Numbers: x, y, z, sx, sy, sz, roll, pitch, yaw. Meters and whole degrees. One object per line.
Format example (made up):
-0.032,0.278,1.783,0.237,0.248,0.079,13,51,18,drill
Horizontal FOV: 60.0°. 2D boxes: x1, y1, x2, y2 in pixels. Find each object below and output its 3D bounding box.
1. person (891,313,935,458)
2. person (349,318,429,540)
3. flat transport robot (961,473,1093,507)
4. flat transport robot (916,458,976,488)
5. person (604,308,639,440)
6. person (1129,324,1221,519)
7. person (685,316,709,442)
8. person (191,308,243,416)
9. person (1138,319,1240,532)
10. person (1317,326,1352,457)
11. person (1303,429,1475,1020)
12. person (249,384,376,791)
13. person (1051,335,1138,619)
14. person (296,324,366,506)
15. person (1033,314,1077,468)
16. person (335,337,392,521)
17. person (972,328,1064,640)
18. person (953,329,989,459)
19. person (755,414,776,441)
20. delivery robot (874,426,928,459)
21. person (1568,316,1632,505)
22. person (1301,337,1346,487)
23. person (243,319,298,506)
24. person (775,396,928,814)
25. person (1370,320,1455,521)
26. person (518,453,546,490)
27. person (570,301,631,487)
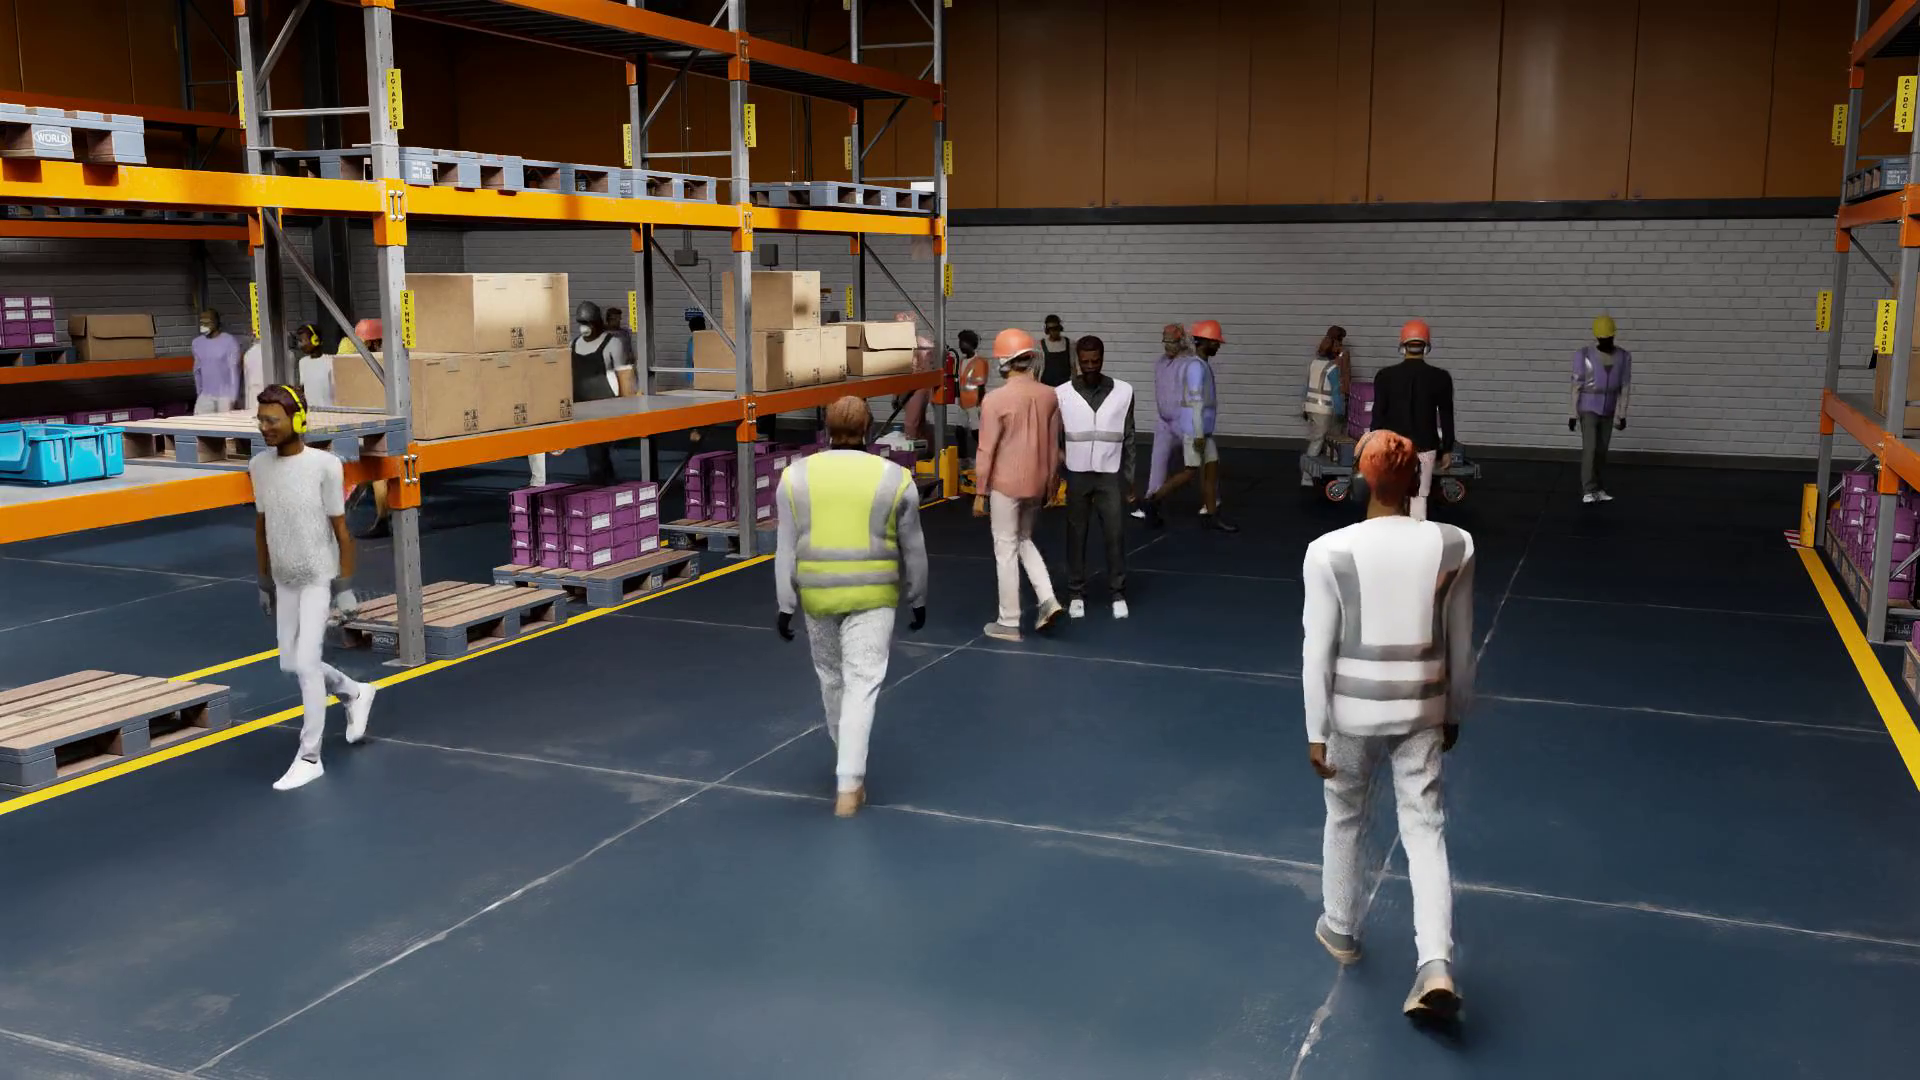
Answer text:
-0.555,-1.637,18.802,0.844,1.844,0.667,-7,12,-35,person
-5.004,-0.973,14.505,0.615,1.918,0.566,-8,12,-39,person
0.660,-0.528,16.791,0.652,0.197,1.431,-6,11,-32,flat transport robot
0.042,-0.739,18.067,0.652,0.197,1.431,-5,11,-29,flat transport robot
-4.766,-2.282,22.802,0.887,1.807,0.632,7,12,37,person
2.096,-1.120,15.683,1.046,1.844,0.664,-8,12,-39,person
-3.540,-2.171,22.438,0.317,1.695,0.540,-1,9,-5,person
-7.977,-1.520,17.831,0.657,1.916,0.578,2,10,14,person
2.051,-1.005,14.780,0.821,1.906,0.550,3,10,17,person
4.554,-1.784,20.272,0.308,1.638,0.511,-7,12,-36,person
1.385,0.574,5.357,0.568,1.854,0.914,0,9,1,person
-3.000,0.183,7.749,0.525,1.850,0.727,3,10,19,person
0.887,-0.424,11.225,0.629,1.905,0.452,-1,9,-4,person
-6.133,-1.179,16.107,0.535,1.823,0.954,5,10,26,person
1.115,-1.749,19.547,0.563,1.822,0.595,-1,9,-8,person
-5.532,-1.000,15.261,0.544,1.716,0.905,9,13,43,person
0.345,-0.340,10.466,0.629,1.980,0.442,-8,13,-41,person
0.165,-1.510,18.486,0.657,1.668,0.544,-6,11,-33,person
-2.701,-2.338,22.576,0.388,1.987,0.608,2,10,13,person
-0.704,-1.045,18.784,0.707,0.478,0.477,8,12,41,delivery robot
6.355,-1.277,16.520,0.611,1.870,0.759,-1,9,-9,person
3.920,-1.367,17.840,0.624,1.612,0.535,-3,10,-18,person
-6.831,-1.286,16.590,0.778,1.843,0.979,4,10,21,person
-0.466,0.252,7.461,0.656,1.790,0.956,1,9,7,person
3.527,-0.733,12.978,0.631,1.953,1.027,3,10,18,person
-4.475,-1.373,17.237,0.405,1.824,0.586,-3,10,-19,person
-3.621,-1.335,16.332,0.716,2.000,0.578,4,10,23,person
